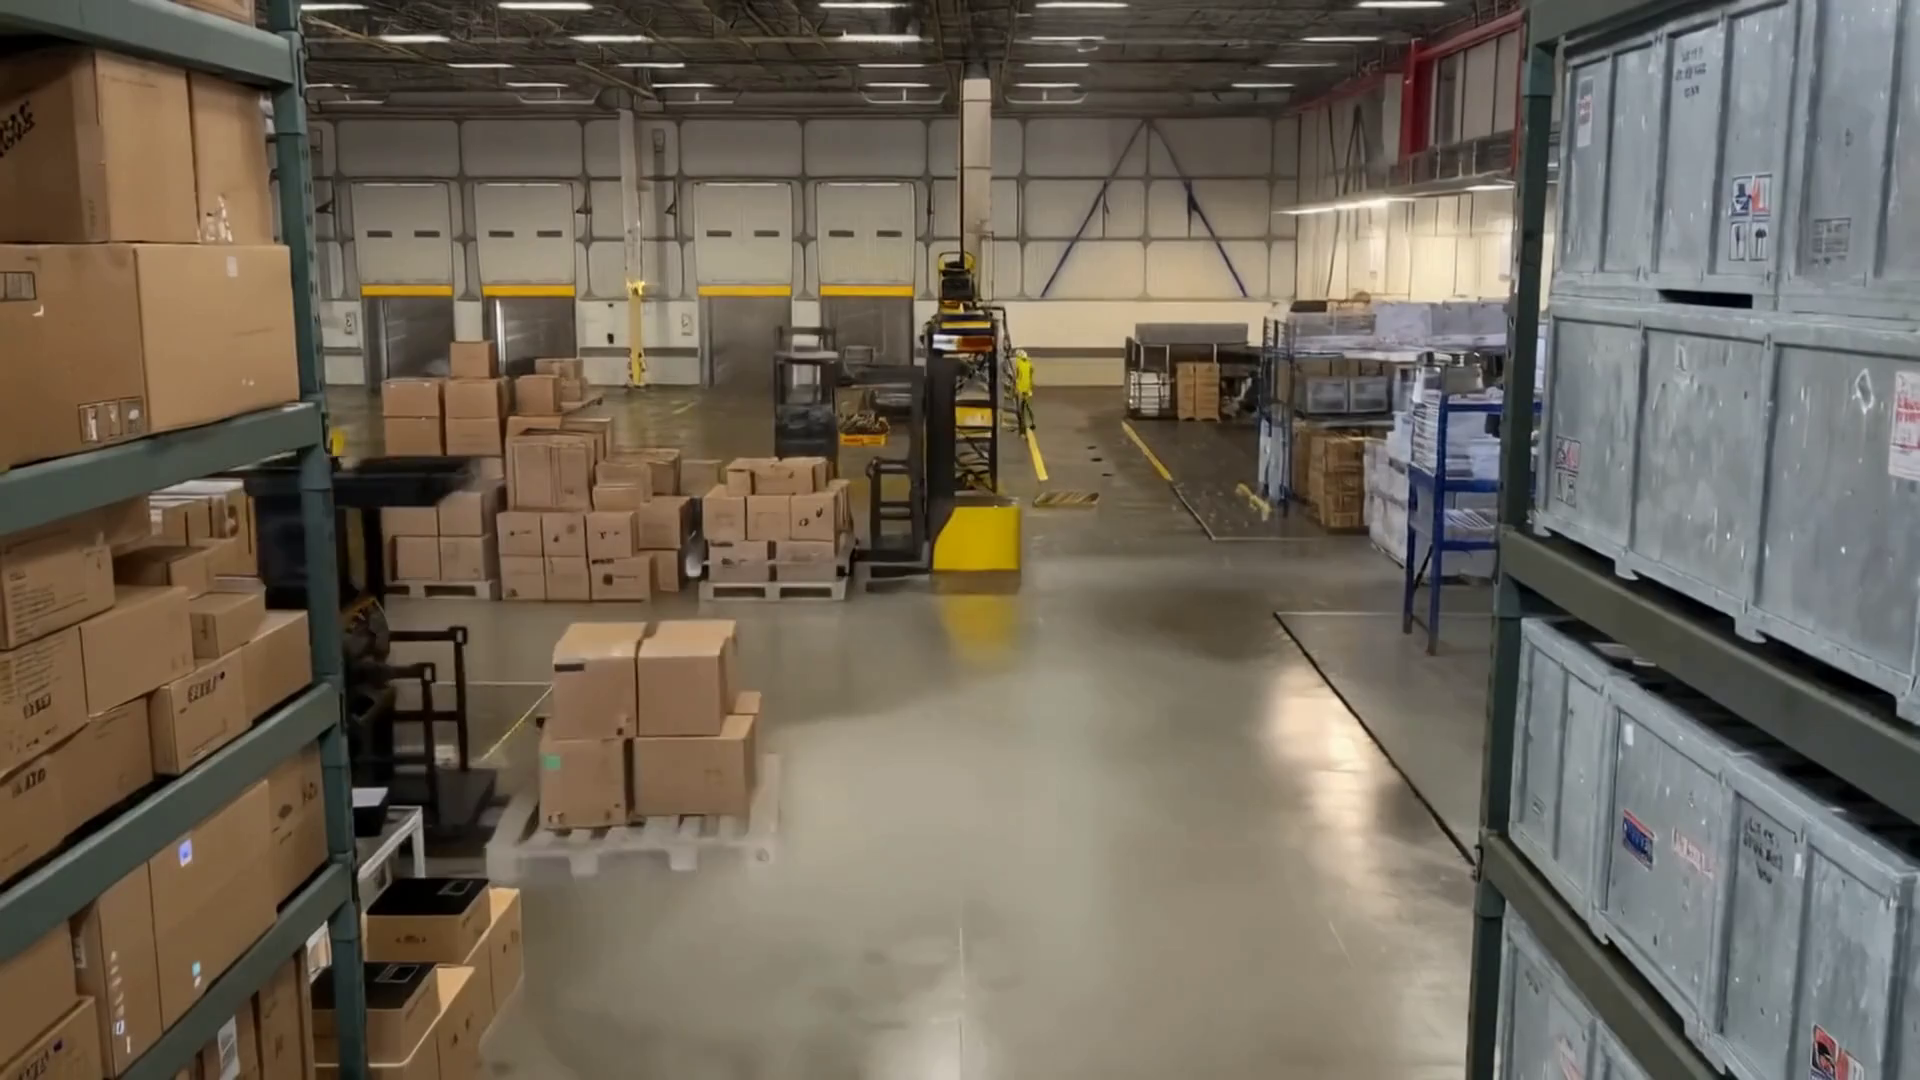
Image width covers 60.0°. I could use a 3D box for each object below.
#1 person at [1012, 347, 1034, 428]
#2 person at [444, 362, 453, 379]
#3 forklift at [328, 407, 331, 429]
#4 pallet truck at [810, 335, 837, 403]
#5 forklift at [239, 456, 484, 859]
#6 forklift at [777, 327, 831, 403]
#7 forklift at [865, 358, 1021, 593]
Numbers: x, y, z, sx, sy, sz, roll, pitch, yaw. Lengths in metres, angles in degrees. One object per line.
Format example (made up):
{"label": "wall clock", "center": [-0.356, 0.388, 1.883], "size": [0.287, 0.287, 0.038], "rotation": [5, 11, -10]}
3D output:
{"label": "person", "center": [1.492, -3.551, 38.960], "size": [0.551, 1.918, 0.653], "rotation": [-4, 11, -21]}
{"label": "person", "center": [-11.558, -3.229, 37.903], "size": [0.310, 1.642, 0.514], "rotation": [4, 11, 24]}
{"label": "forklift", "center": [-13.013, -2.834, 32.054], "size": [1.129, 2.768, 1.873], "rotation": [0, 10, 1]}
{"label": "pallet truck", "center": [-3.021, -4.312, 43.126], "size": [1.885, 1.965, 0.823], "rotation": [3, 10, 17]}
{"label": "forklift", "center": [-4.145, 0.892, 10.558], "size": [1.873, 2.768, 1.129], "rotation": [-1, 10, -6]}
{"label": "forklift", "center": [-2.708, -2.321, 29.091], "size": [1.129, 2.768, 1.873], "rotation": [-1, 10, -6]}
{"label": "forklift", "center": [-0.198, -0.808, 20.366], "size": [1.873, 2.768, 1.129], "rotation": [0, 10, 1]}
